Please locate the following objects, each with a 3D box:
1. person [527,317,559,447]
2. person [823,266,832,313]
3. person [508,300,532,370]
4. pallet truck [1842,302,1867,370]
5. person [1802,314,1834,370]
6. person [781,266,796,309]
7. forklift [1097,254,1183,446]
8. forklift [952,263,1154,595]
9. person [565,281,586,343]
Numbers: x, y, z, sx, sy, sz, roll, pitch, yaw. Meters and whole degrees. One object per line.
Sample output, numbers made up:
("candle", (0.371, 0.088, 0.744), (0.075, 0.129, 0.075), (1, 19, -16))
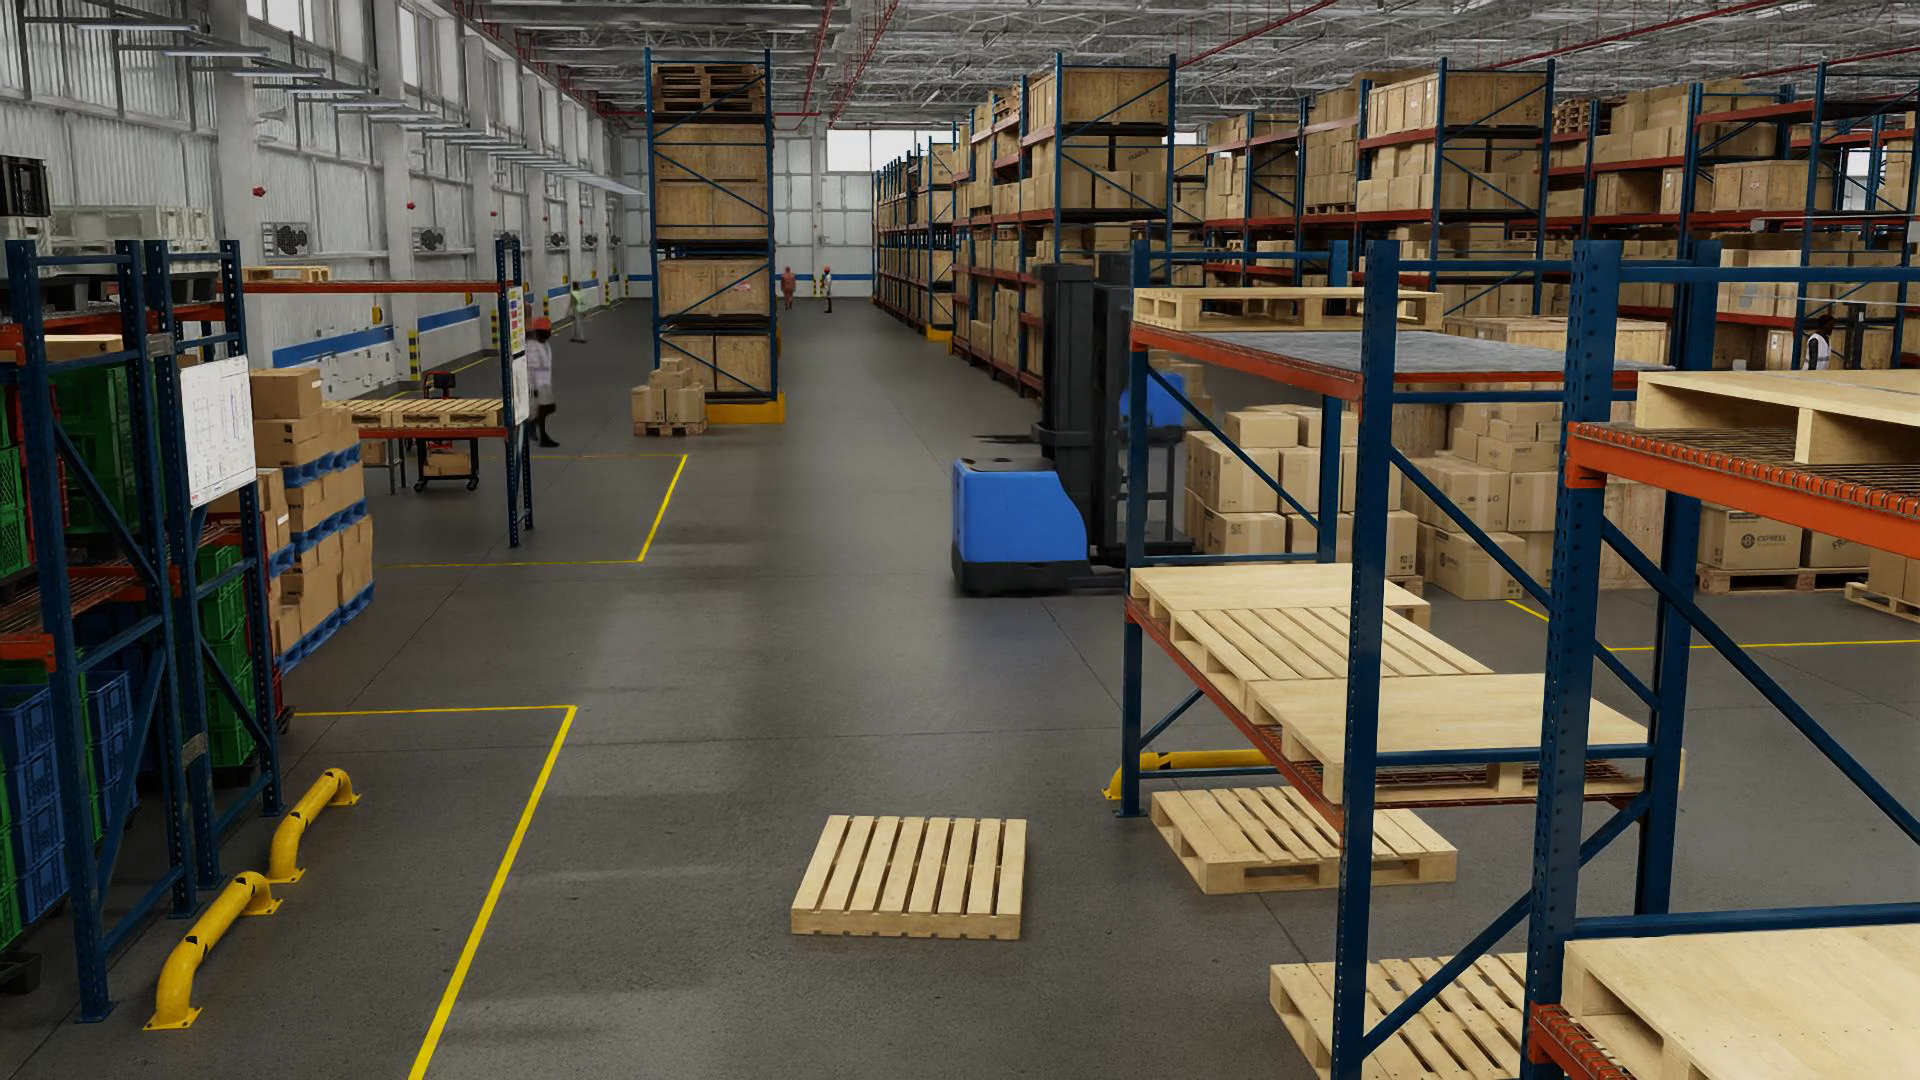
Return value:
("person", (-6.185, -2.317, 24.428), (0.552, 1.921, 0.551), (3, 11, 15))
("person", (-5.517, -10.446, 69.424), (0.360, 1.939, 0.543), (-1, 10, -7))
("person", (-10.323, -4.914, 38.880), (0.636, 1.903, 0.405), (3, 11, 17))
("pallet truck", (15.846, -3.142, 28.793), (1.885, 1.965, 0.823), (2, 10, 12))
("person", (13.143, -2.507, 25.522), (0.397, 1.911, 0.587), (10, 14, 44))
("person", (-7.581, -11.123, 73.362), (0.651, 1.879, 0.892), (-1, 10, -6))
("forklift", (2.288, -2.814, 24.528), (1.873, 2.768, 1.129), (-1, 10, -8))
("forklift", (0.901, -1.002, 14.486), (1.873, 2.768, 1.129), (-1, 10, -6))
("person", (-11.425, -6.748, 49.289), (0.857, 1.813, 0.591), (4, 11, 20))
